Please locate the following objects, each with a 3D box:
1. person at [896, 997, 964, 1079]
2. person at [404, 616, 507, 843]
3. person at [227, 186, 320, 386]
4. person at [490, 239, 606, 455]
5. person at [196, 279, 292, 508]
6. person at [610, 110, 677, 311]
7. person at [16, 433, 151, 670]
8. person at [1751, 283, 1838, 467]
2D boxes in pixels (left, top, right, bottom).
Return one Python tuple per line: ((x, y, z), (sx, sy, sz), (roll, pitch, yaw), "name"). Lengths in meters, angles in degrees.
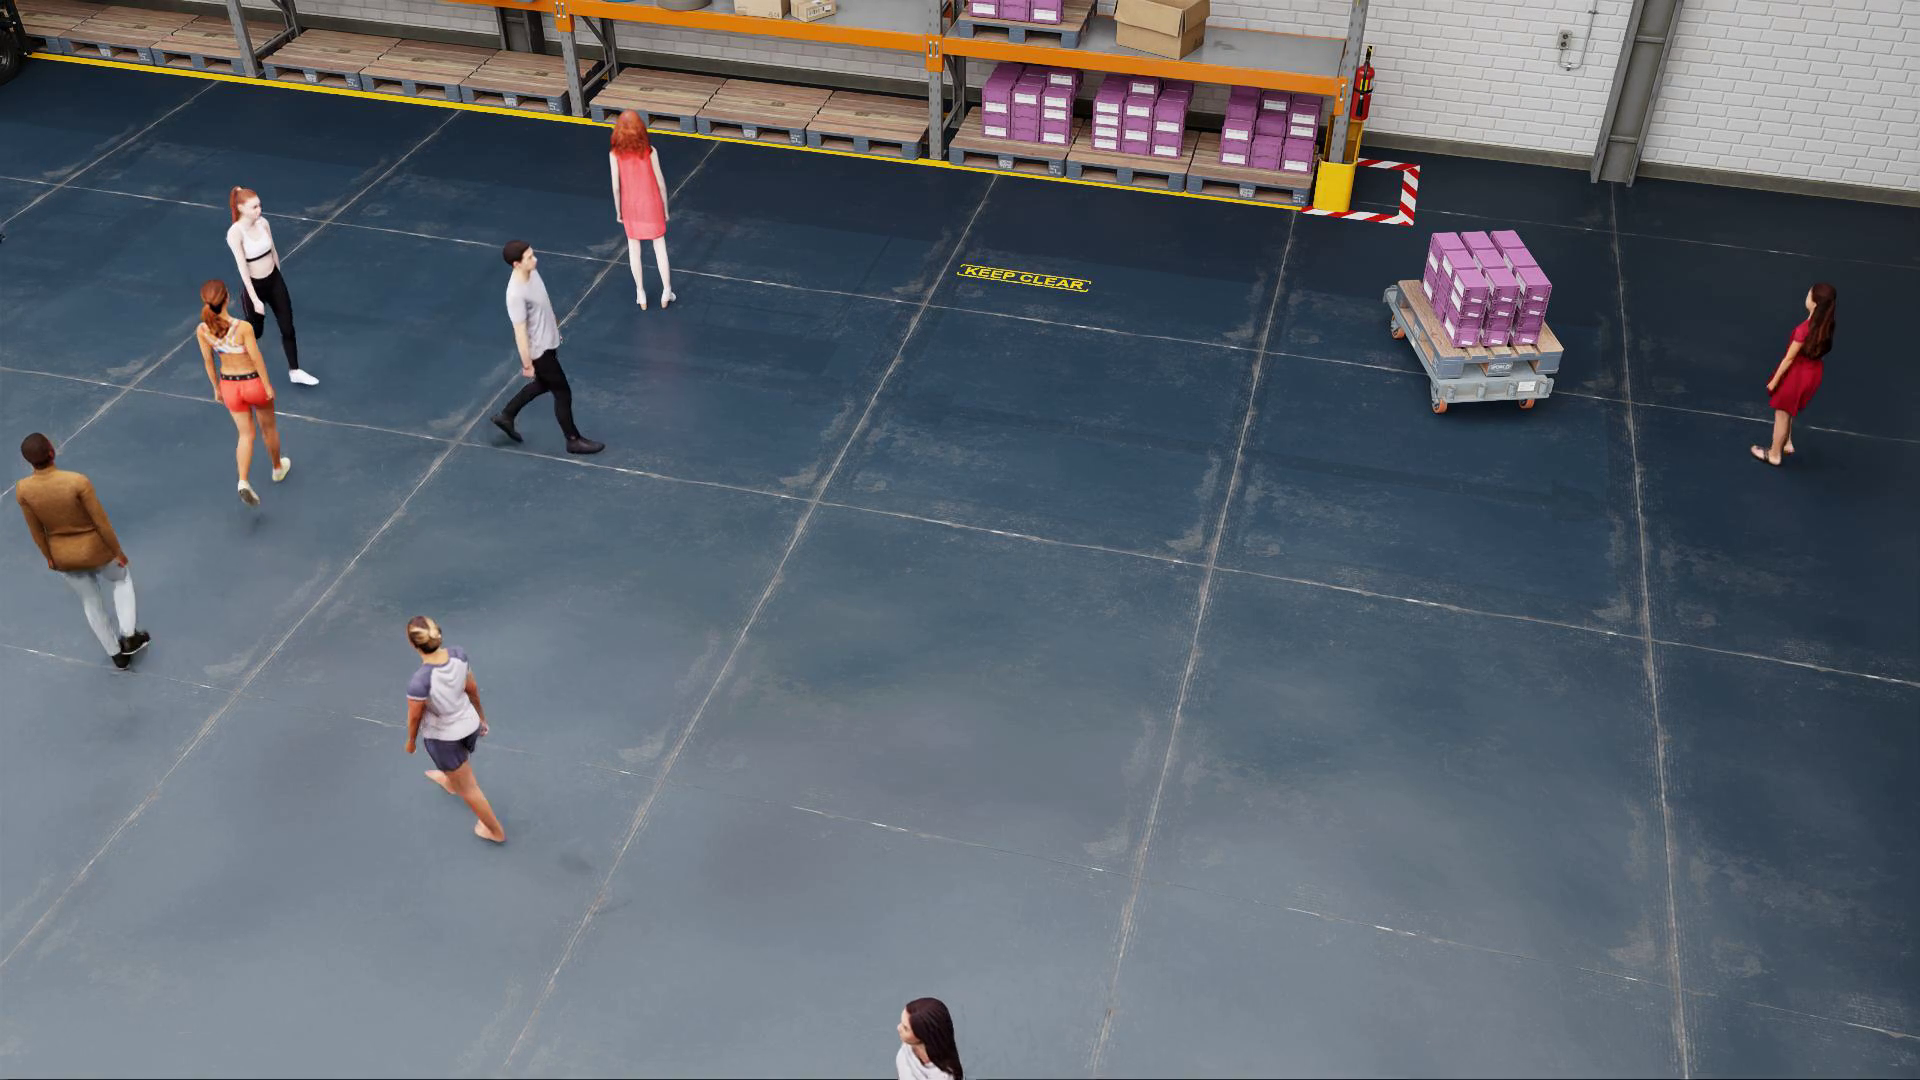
((-0.045, 2.609, 7.635), (0.950, 1.618, 0.838), (-10, 40, -12), "person")
((-2.847, 1.129, 9.513), (0.991, 1.588, 0.712), (18, 42, 21), "person")
((-5.654, -2.015, 13.337), (1.083, 1.729, 0.742), (21, 43, 24), "person")
((-3.251, -1.426, 12.553), (1.169, 1.787, 0.883), (-1, 39, -1), "person")
((-5.223, -1.045, 12.087), (1.007, 1.773, 0.822), (-1, 39, -1), "person")
((-2.725, -2.819, 14.265), (0.565, 1.828, 0.719), (-3, 39, -4), "person")
((-5.596, 0.136, 10.580), (0.692, 1.809, 0.815), (-7, 39, -9), "person")
((6.348, -1.198, 12.462), (0.696, 1.544, 0.755), (-19, 42, -22), "person")
